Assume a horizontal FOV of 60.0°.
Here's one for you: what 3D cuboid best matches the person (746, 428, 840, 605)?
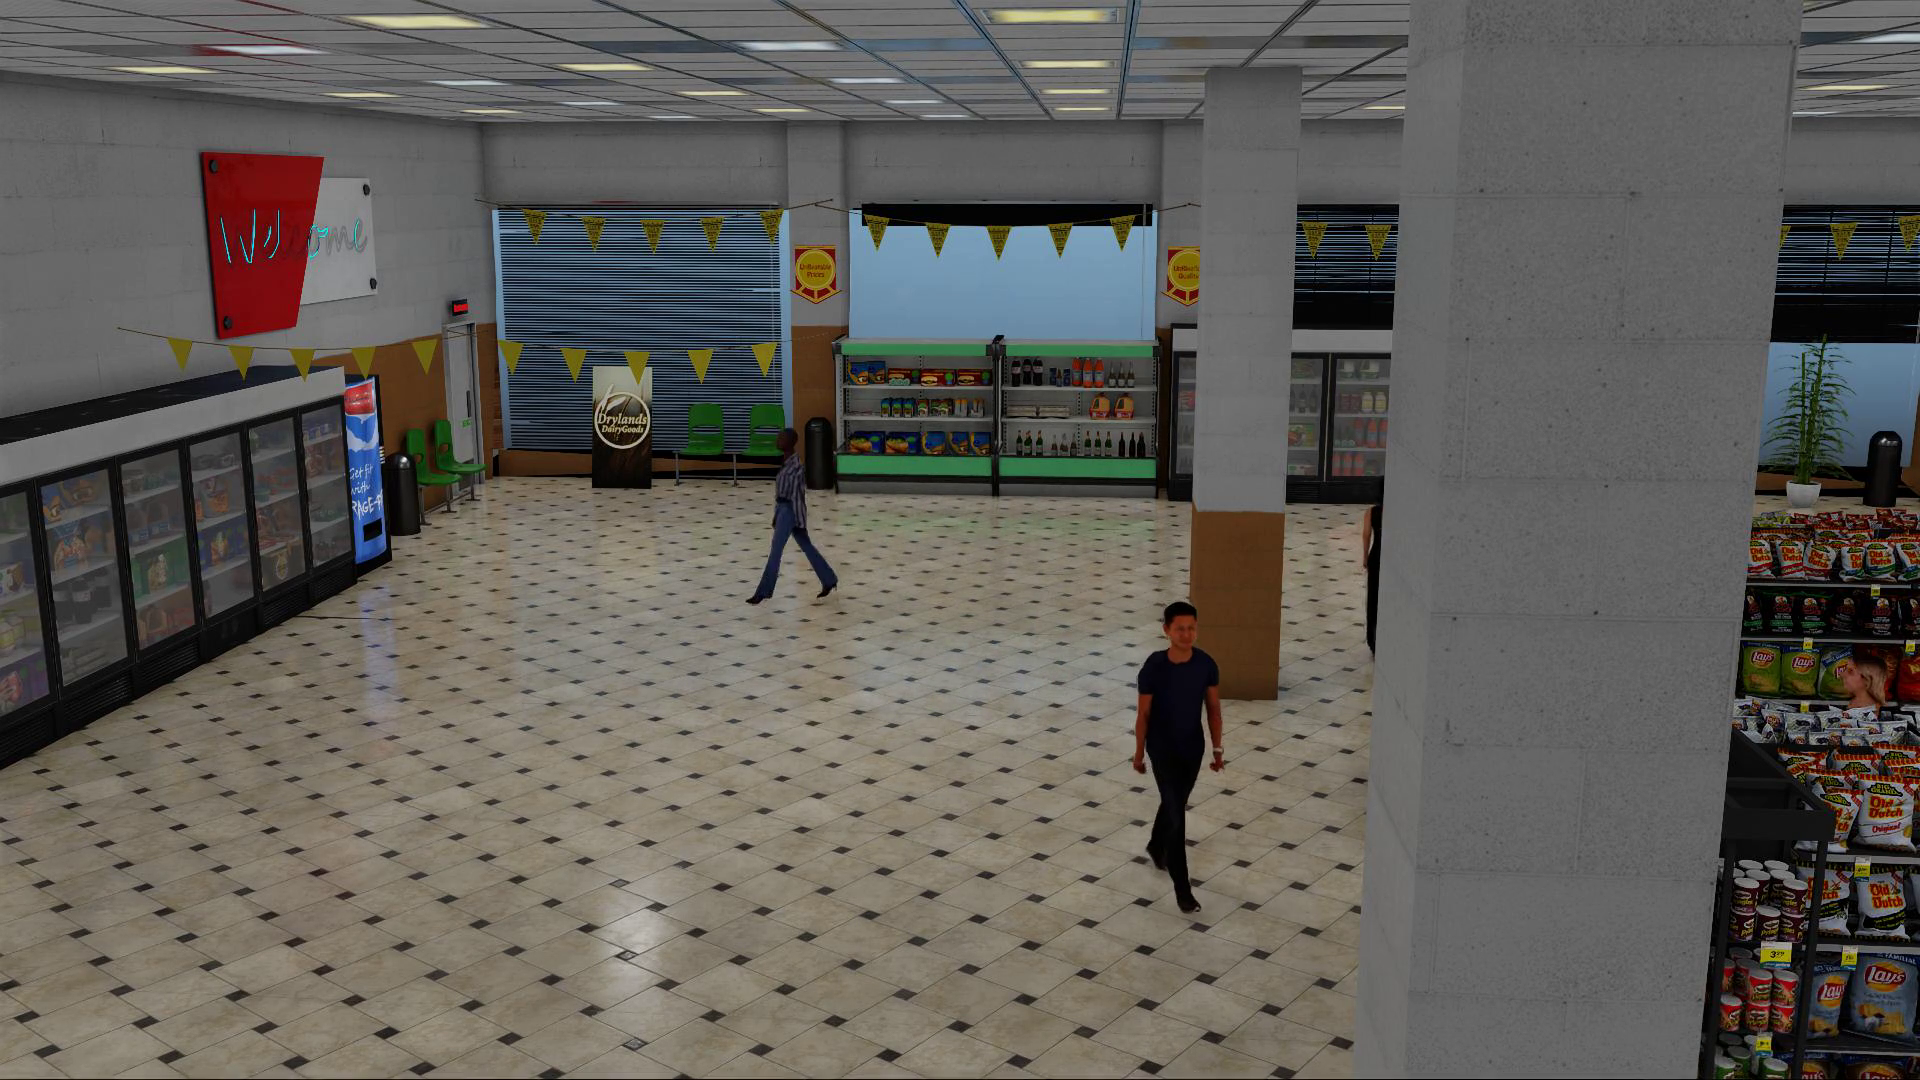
[{"bbox_3d":[-1.577,-0.202,16.513,1.253,1.743,0.904,-3,12,-14],"label":"person"}]

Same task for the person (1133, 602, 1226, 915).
[{"bbox_3d":[1.245,1.216,9.755,1.166,1.752,0.980,-3,12,-14],"label":"person"}]
